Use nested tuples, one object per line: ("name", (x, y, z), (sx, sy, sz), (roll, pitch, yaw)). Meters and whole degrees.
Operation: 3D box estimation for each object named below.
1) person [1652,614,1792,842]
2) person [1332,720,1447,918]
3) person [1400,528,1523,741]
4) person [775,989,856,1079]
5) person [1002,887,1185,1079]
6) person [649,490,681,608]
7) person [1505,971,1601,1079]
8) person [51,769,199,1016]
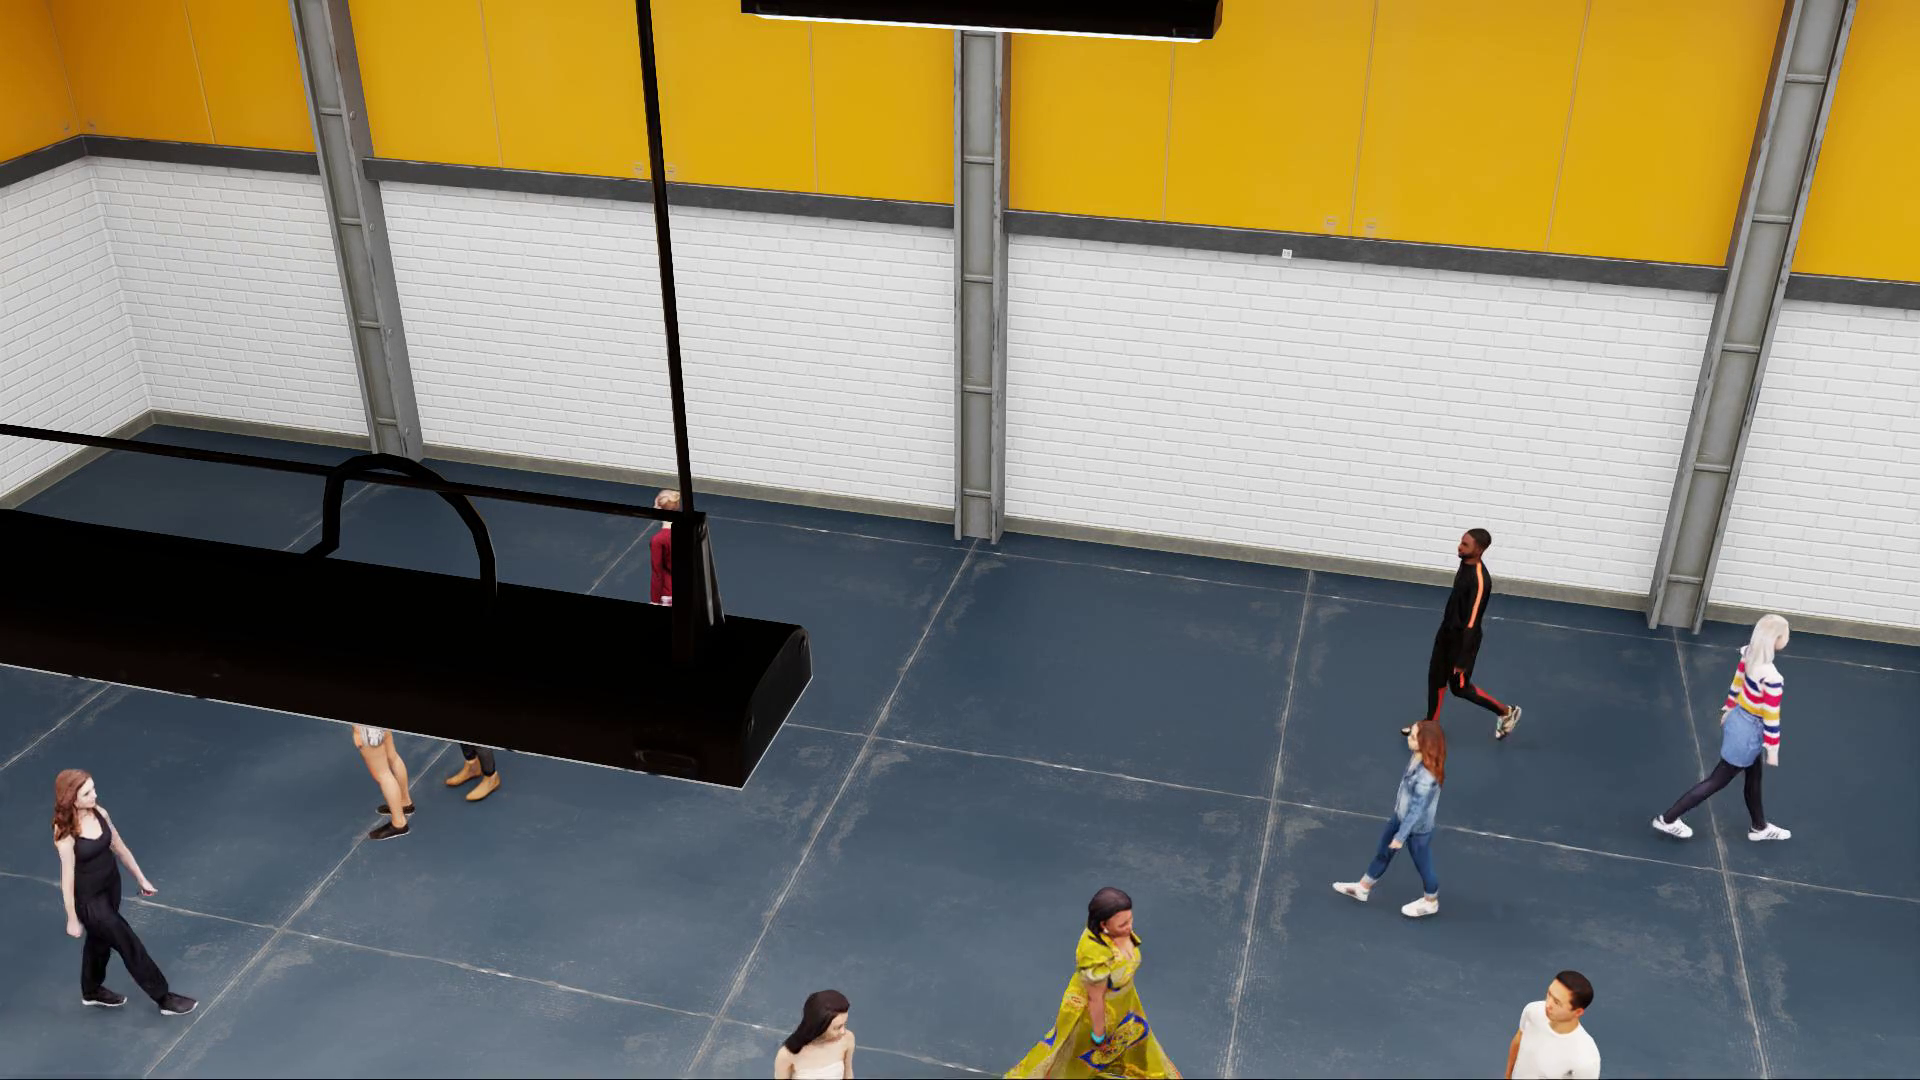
("person", (5.095, 1.294, 10.993), (1.174, 1.766, 0.762), (3, 29, 6))
("person", (2.930, 1.775, 10.436), (0.950, 1.454, 0.709), (0, 29, 1))
("person", (3.717, 0.722, 12.023), (1.123, 1.782, 0.801), (1, 29, 1))
("person", (-0.753, 2.847, 8.212), (0.927, 1.701, 0.965), (-8, 30, -14))
("person", (0.658, 2.521, 8.923), (1.267, 1.604, 0.826), (10, 30, 18))
("person", (-2.188, 0.360, 12.778), (0.613, 1.696, 0.672), (18, 33, 29))
("person", (2.869, 2.817, 8.172), (0.749, 1.803, 0.715), (-12, 31, -21))
("person", (-5.106, 2.062, 9.645), (1.034, 1.707, 0.719), (2, 29, 4))
